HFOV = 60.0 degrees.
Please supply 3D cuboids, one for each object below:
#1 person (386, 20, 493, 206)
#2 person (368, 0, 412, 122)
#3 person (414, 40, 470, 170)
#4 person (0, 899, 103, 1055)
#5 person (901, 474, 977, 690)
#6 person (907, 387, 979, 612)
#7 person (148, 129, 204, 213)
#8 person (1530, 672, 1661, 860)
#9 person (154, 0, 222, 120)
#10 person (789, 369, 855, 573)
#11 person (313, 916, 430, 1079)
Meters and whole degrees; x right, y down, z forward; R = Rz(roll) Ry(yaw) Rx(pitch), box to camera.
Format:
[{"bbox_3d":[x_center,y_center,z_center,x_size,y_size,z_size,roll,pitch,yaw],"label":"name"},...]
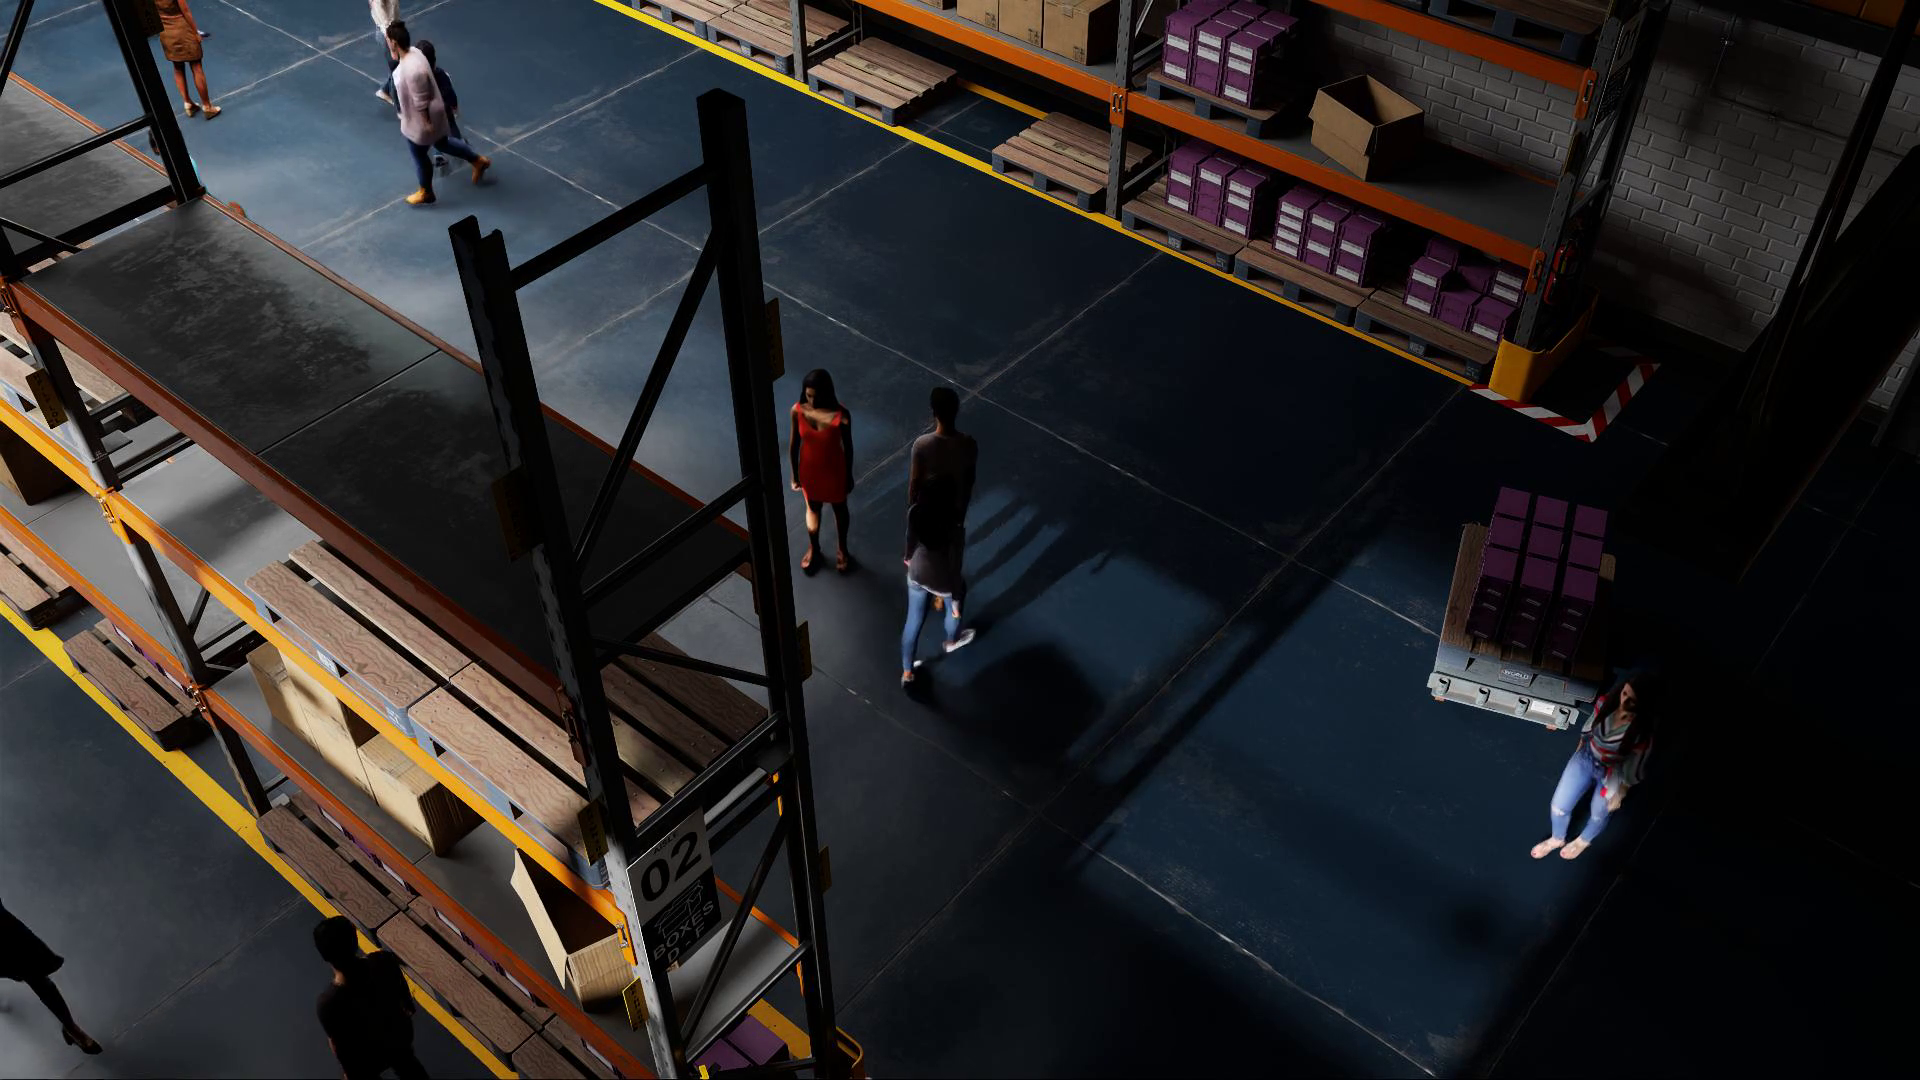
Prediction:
[{"bbox_3d":[-4.785,-3.906,15.120,1.110,1.718,1.105,-10,45,-10],"label":"person"},{"bbox_3d":[-5.611,-4.881,16.142,0.840,1.718,0.779,-1,44,-1],"label":"person"},{"bbox_3d":[-4.942,-4.071,15.672,0.864,1.195,0.853,7,44,8],"label":"person"},{"bbox_3d":[-5.215,2.133,8.791,1.200,1.703,0.728,22,48,21],"label":"person"},{"bbox_3d":[-0.212,0.323,10.687,0.857,1.709,0.828,25,49,24],"label":"person"},{"bbox_3d":[-0.120,-0.205,11.262,0.958,1.681,0.994,-2,44,-2],"label":"person"},{"bbox_3d":[-6.260,-2.586,13.698,0.947,1.768,0.822,11,45,11],"label":"person"},{"bbox_3d":[3.823,1.312,9.724,0.757,1.606,0.662,-25,49,-24],"label":"person"},{"bbox_3d":[-7.624,-4.929,16.218,0.584,1.683,0.696,9,44,10],"label":"person"},{"bbox_3d":[-0.944,-0.488,11.530,0.628,1.719,0.729,4,44,4],"label":"person"},{"bbox_3d":[-2.900,2.535,8.370,0.568,1.702,0.645,28,50,26],"label":"person"}]
